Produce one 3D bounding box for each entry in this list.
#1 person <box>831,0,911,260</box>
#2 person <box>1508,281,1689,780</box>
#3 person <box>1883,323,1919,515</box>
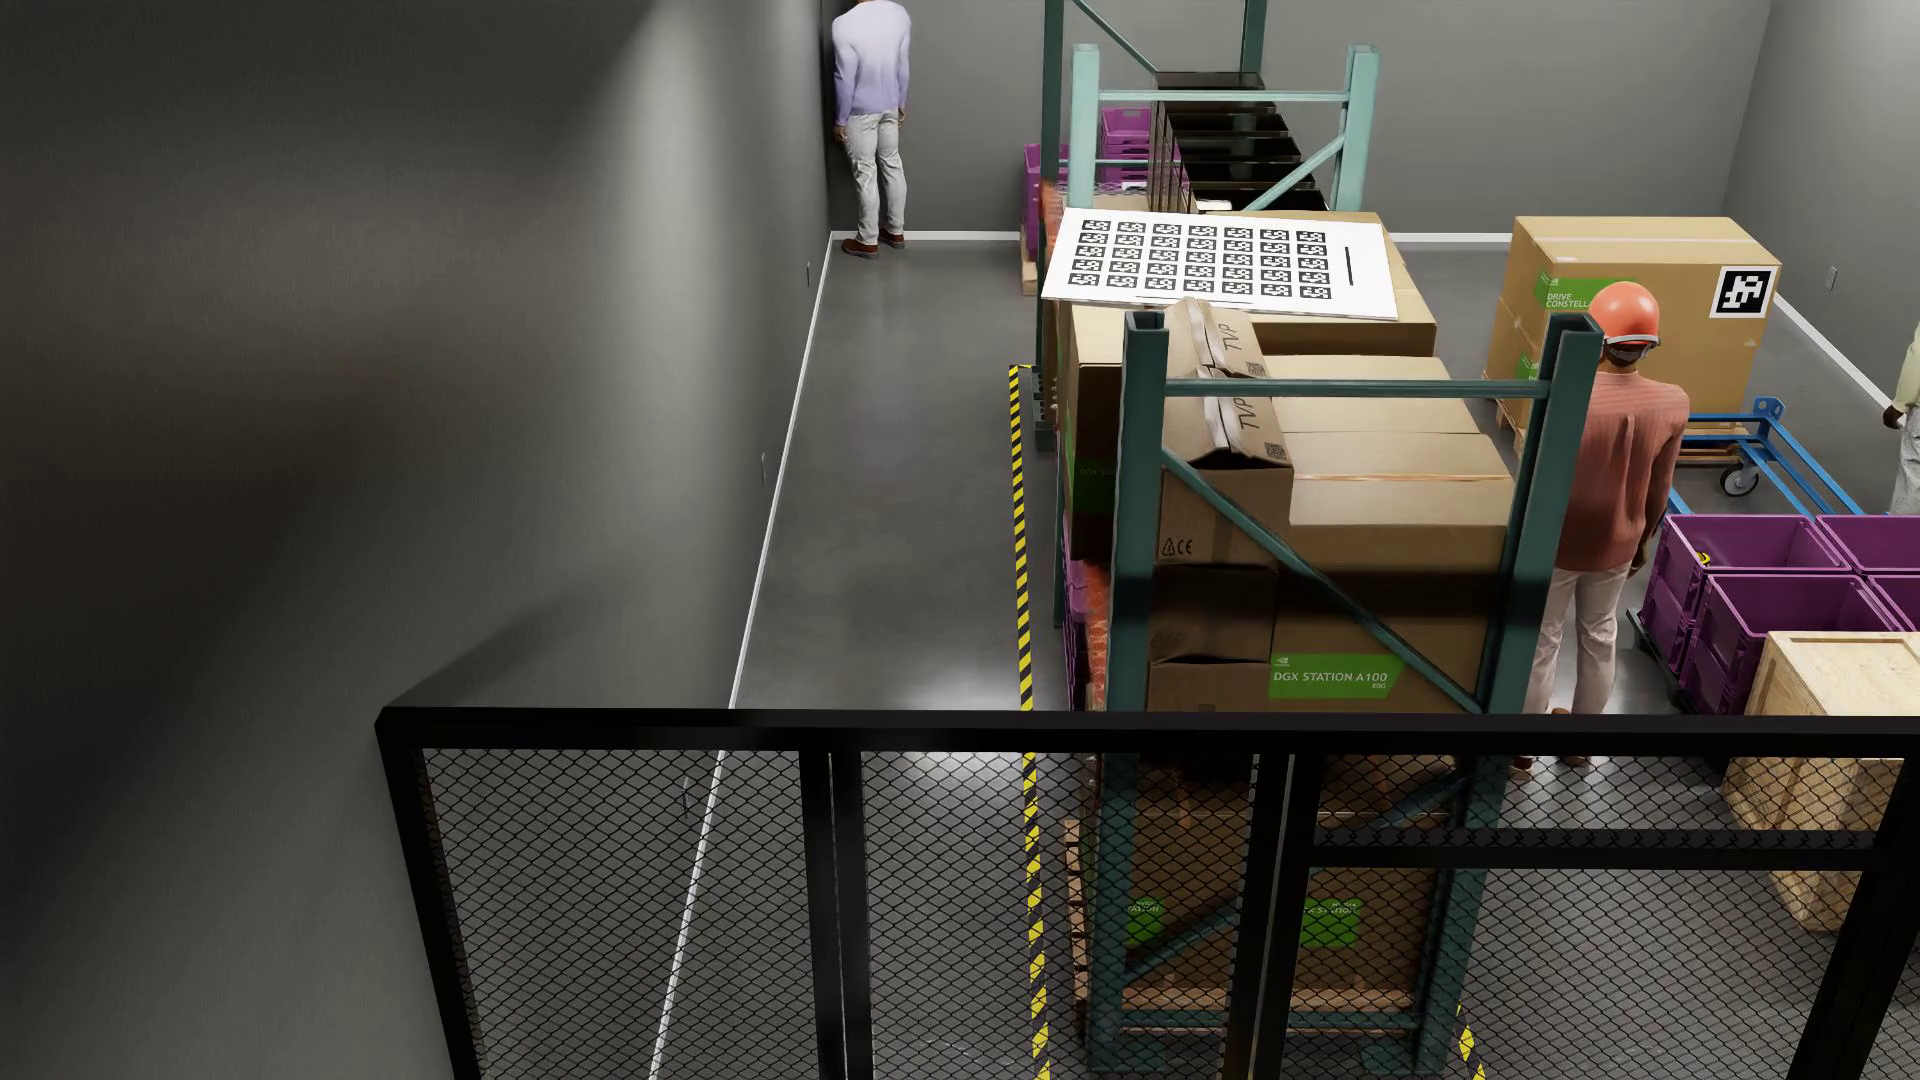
[{"bbox_3d":[-0.584,-2.817,10.893,0.354,1.937,0.635,27,40,37],"label":"person"},{"bbox_3d":[2.291,-0.007,6.172,0.623,1.992,0.397,-7,32,-12],"label":"person"},{"bbox_3d":[4.441,-0.648,7.390,0.587,1.835,0.404,3,31,4],"label":"person"}]
